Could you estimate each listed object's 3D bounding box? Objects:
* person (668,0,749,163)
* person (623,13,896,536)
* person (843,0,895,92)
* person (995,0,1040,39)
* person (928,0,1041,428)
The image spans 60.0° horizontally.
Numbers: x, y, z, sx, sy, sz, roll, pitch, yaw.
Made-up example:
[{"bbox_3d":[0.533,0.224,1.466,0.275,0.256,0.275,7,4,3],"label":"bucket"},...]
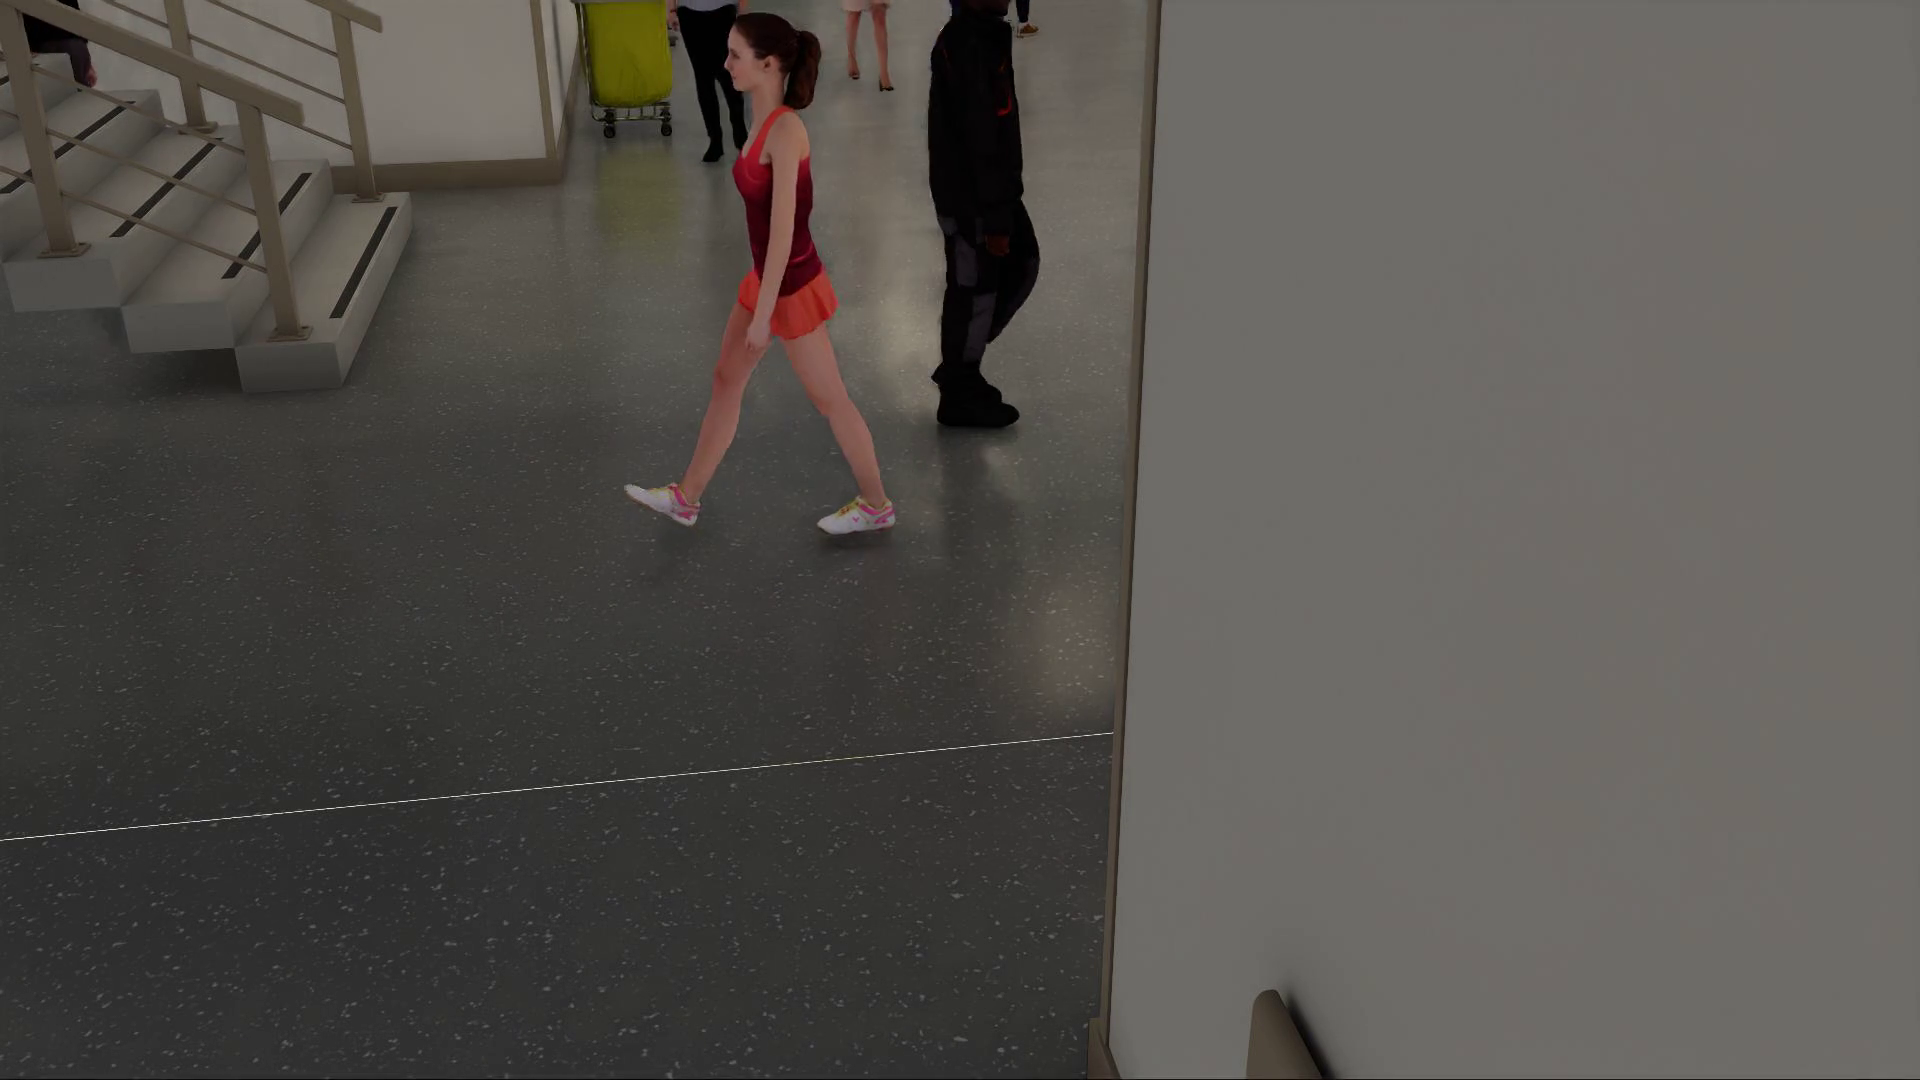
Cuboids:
[{"bbox_3d":[-1.577,-3.361,10.532,0.764,1.848,0.832,3,26,6],"label":"person"},{"bbox_3d":[-0.470,-0.774,5.332,1.128,1.707,0.636,-6,26,-12],"label":"person"},{"bbox_3d":[-0.776,-4.279,12.627,1.140,1.684,0.770,-8,27,-16],"label":"person"},{"bbox_3d":[0.469,-5.512,14.938,0.676,1.897,0.791,9,27,18],"label":"person"},{"bbox_3d":[-0.041,-1.303,6.307,0.722,1.812,0.765,-1,26,-1],"label":"person"}]
